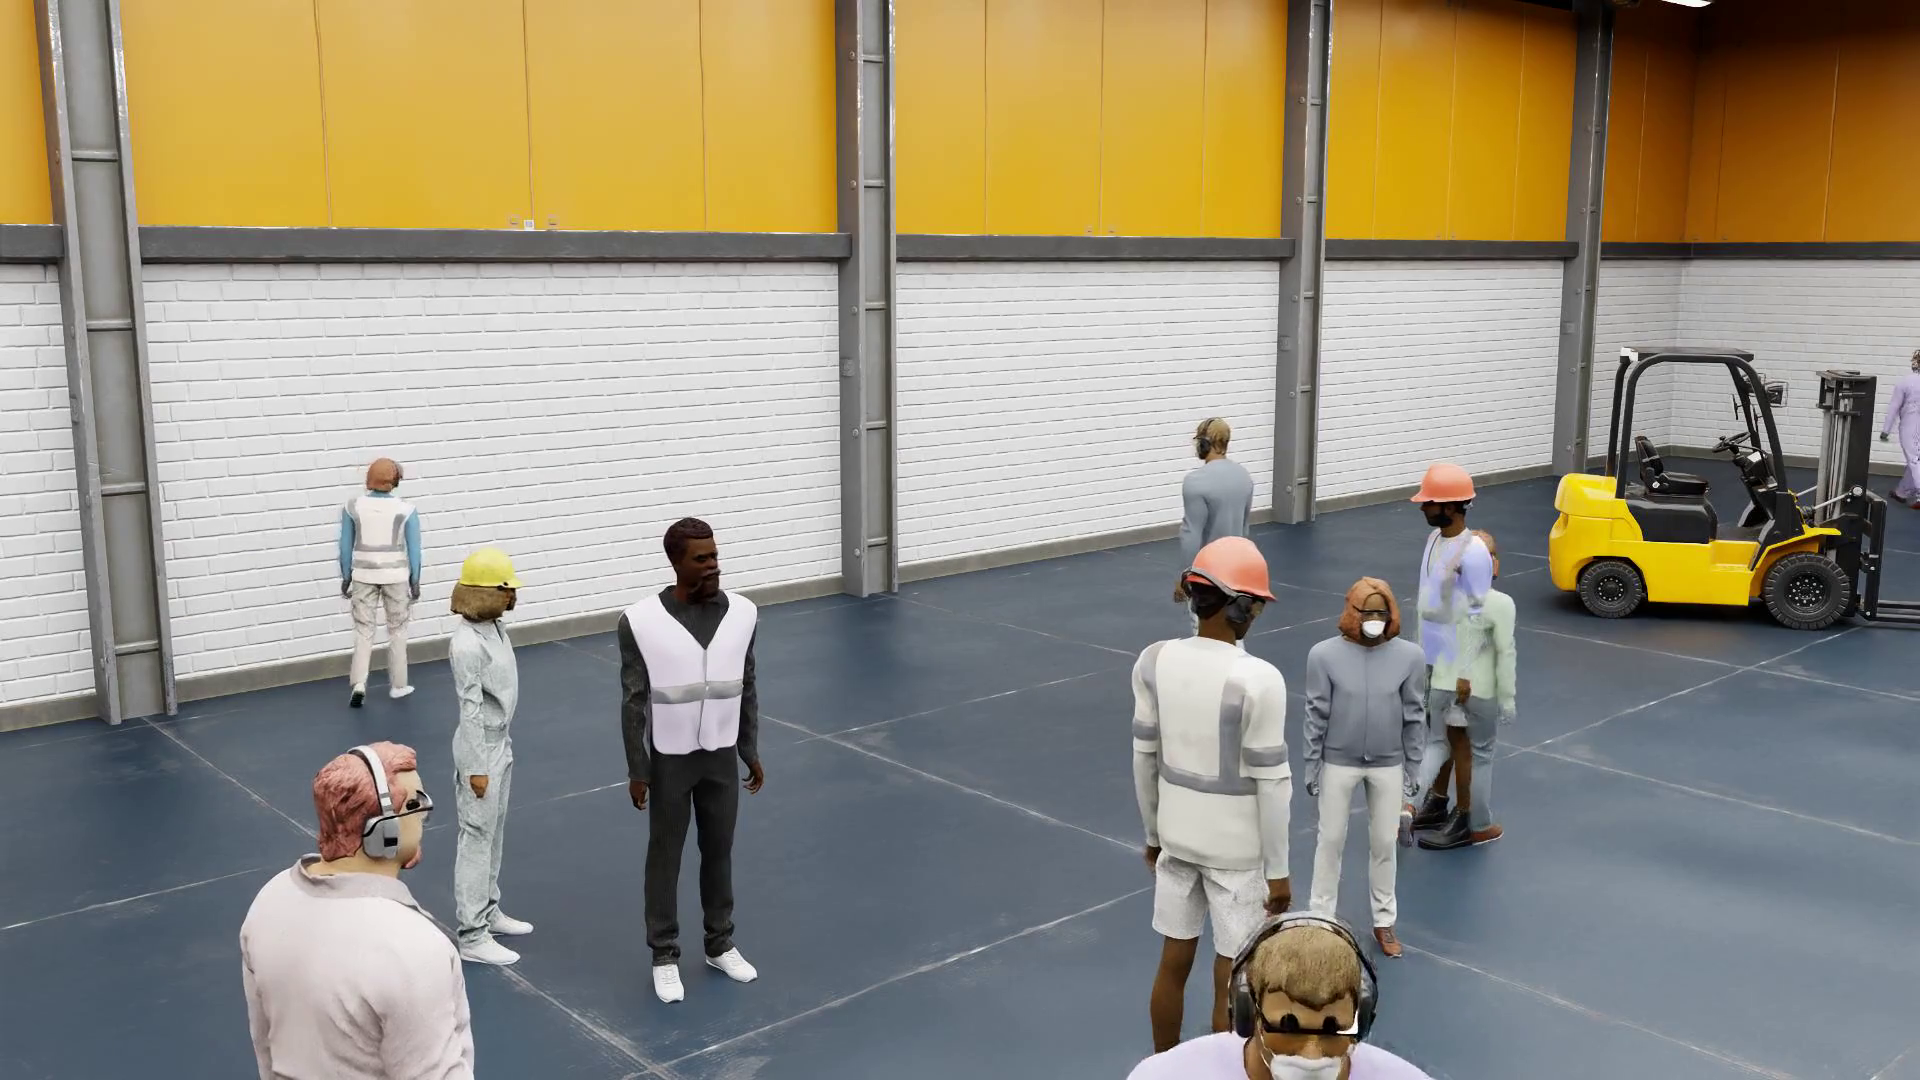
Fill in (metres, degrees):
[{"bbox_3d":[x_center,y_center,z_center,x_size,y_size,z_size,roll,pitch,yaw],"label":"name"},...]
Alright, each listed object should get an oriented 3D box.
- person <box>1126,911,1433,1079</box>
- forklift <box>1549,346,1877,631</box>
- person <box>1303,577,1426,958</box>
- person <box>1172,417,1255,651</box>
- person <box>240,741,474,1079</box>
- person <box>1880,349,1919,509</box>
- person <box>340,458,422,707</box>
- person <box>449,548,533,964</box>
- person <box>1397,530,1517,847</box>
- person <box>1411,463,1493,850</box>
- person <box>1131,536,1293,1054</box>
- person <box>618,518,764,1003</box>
[{"bbox_3d":[0.563,1.530,2.851,0.638,1.885,1.005,1,10,8],"label":"person"},{"bbox_3d":[6.109,-0.478,13.691,2.313,2.155,1.214,3,10,16],"label":"forklift"},{"bbox_3d":[1.688,0.951,6.986,0.501,1.626,0.278,1,10,3],"label":"person"},{"bbox_3d":[1.614,0.184,10.574,0.360,1.939,0.632,9,13,43],"label":"person"},{"bbox_3d":[-1.262,1.377,3.673,0.652,1.906,0.403,7,12,37],"label":"person"},{"bbox_3d":[11.234,-1.307,19.565,0.661,1.852,1.012,-1,10,-5],"label":"person"},{"bbox_3d":[-3.814,0.285,10.909,0.550,1.622,0.608,-1,10,-5],"label":"person"},{"bbox_3d":[-1.968,0.892,6.995,0.325,1.740,0.492,0,10,-3],"label":"person"},{"bbox_3d":[2.467,0.750,8.189,0.648,1.611,0.522,-9,13,-43],"label":"person"},{"bbox_3d":[2.412,0.576,8.278,0.375,1.934,0.547,-1,10,-8],"label":"person"},{"bbox_3d":[0.855,0.998,5.524,0.396,2.033,0.605,-9,13,-42],"label":"person"},{"bbox_3d":[-1.070,0.857,6.672,0.592,1.922,0.392,-7,12,-34],"label":"person"}]
